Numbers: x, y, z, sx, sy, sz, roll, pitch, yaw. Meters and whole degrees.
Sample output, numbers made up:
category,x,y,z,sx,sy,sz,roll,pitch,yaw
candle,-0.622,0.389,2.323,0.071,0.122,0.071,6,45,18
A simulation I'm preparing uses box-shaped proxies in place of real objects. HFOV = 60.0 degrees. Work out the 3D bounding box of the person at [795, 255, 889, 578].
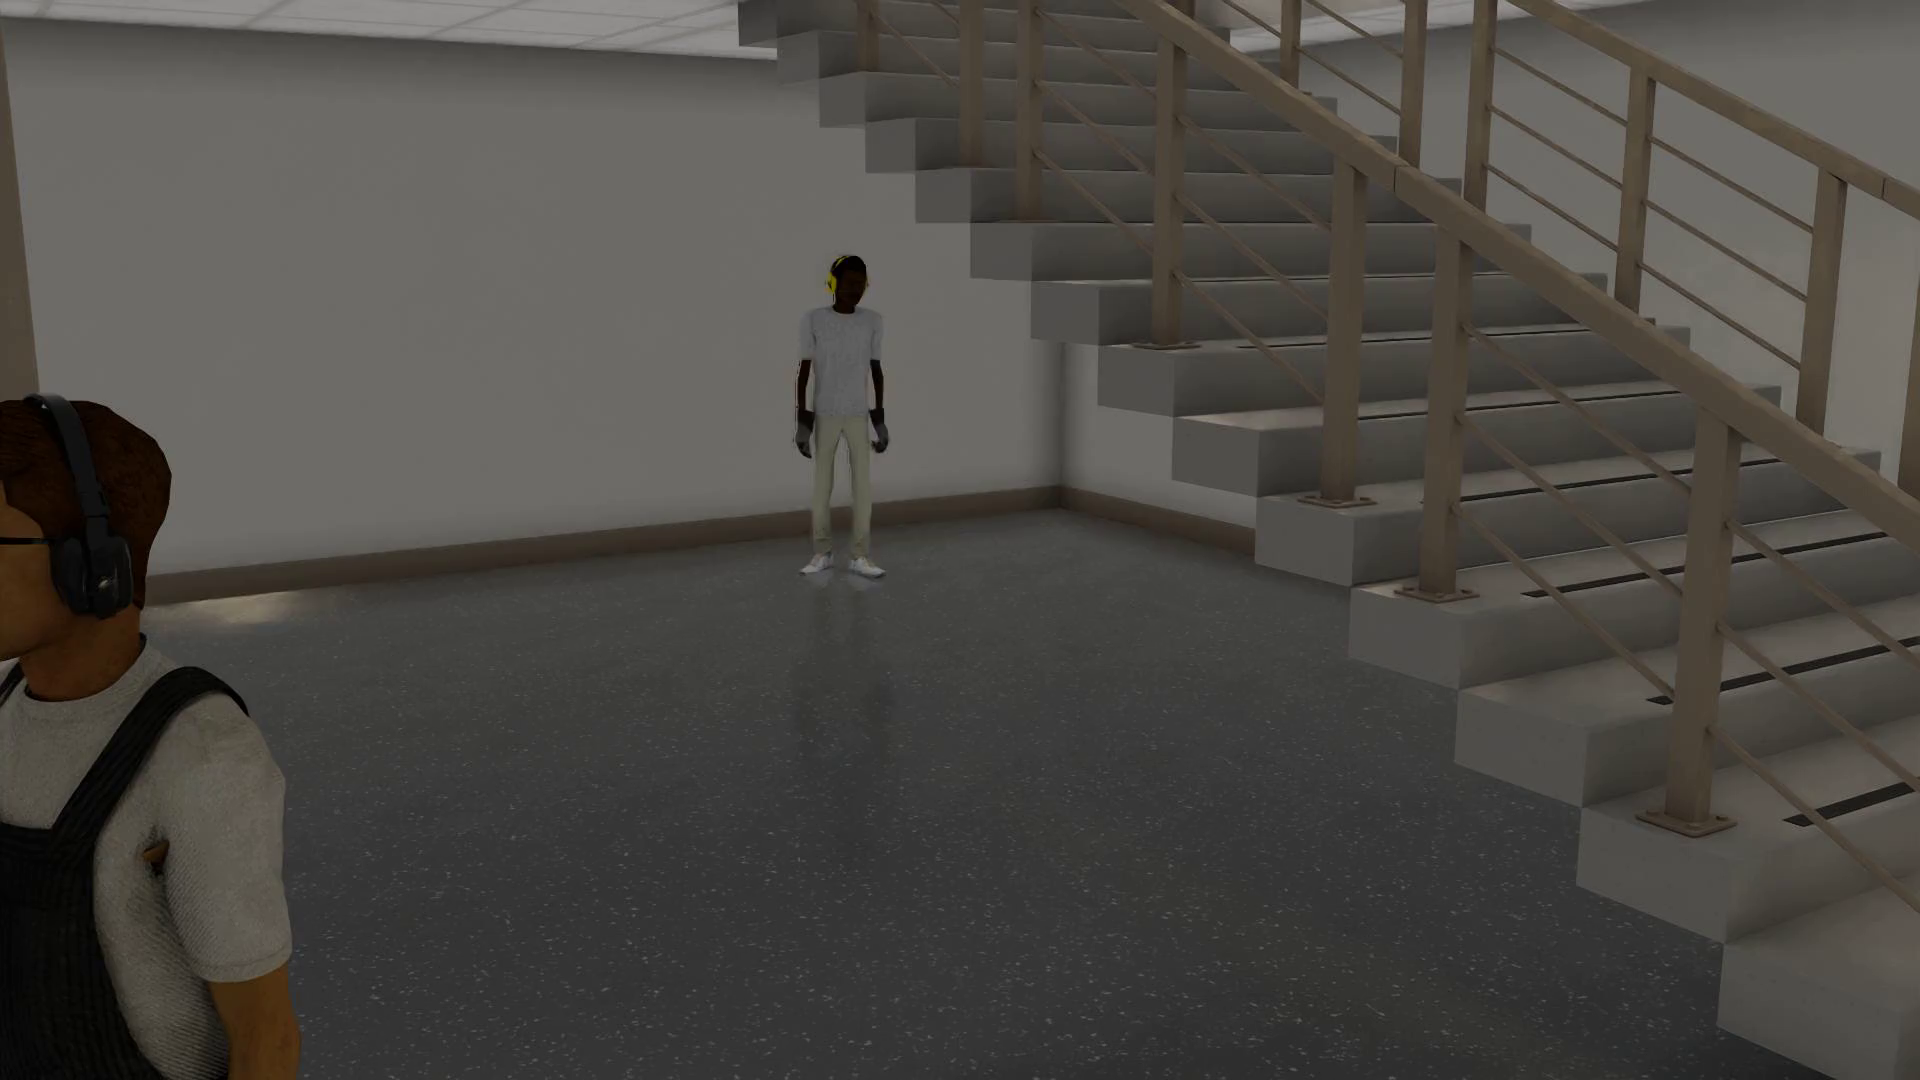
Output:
category,x,y,z,sx,sy,sz,roll,pitch,yaw
person,-0.678,-0.689,9.514,0.524,1.838,0.551,-3,11,-14

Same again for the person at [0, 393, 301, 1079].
category,x,y,z,sx,sy,sz,roll,pitch,yaw
person,-0.945,0.753,1.893,0.507,1.847,0.343,7,13,34
